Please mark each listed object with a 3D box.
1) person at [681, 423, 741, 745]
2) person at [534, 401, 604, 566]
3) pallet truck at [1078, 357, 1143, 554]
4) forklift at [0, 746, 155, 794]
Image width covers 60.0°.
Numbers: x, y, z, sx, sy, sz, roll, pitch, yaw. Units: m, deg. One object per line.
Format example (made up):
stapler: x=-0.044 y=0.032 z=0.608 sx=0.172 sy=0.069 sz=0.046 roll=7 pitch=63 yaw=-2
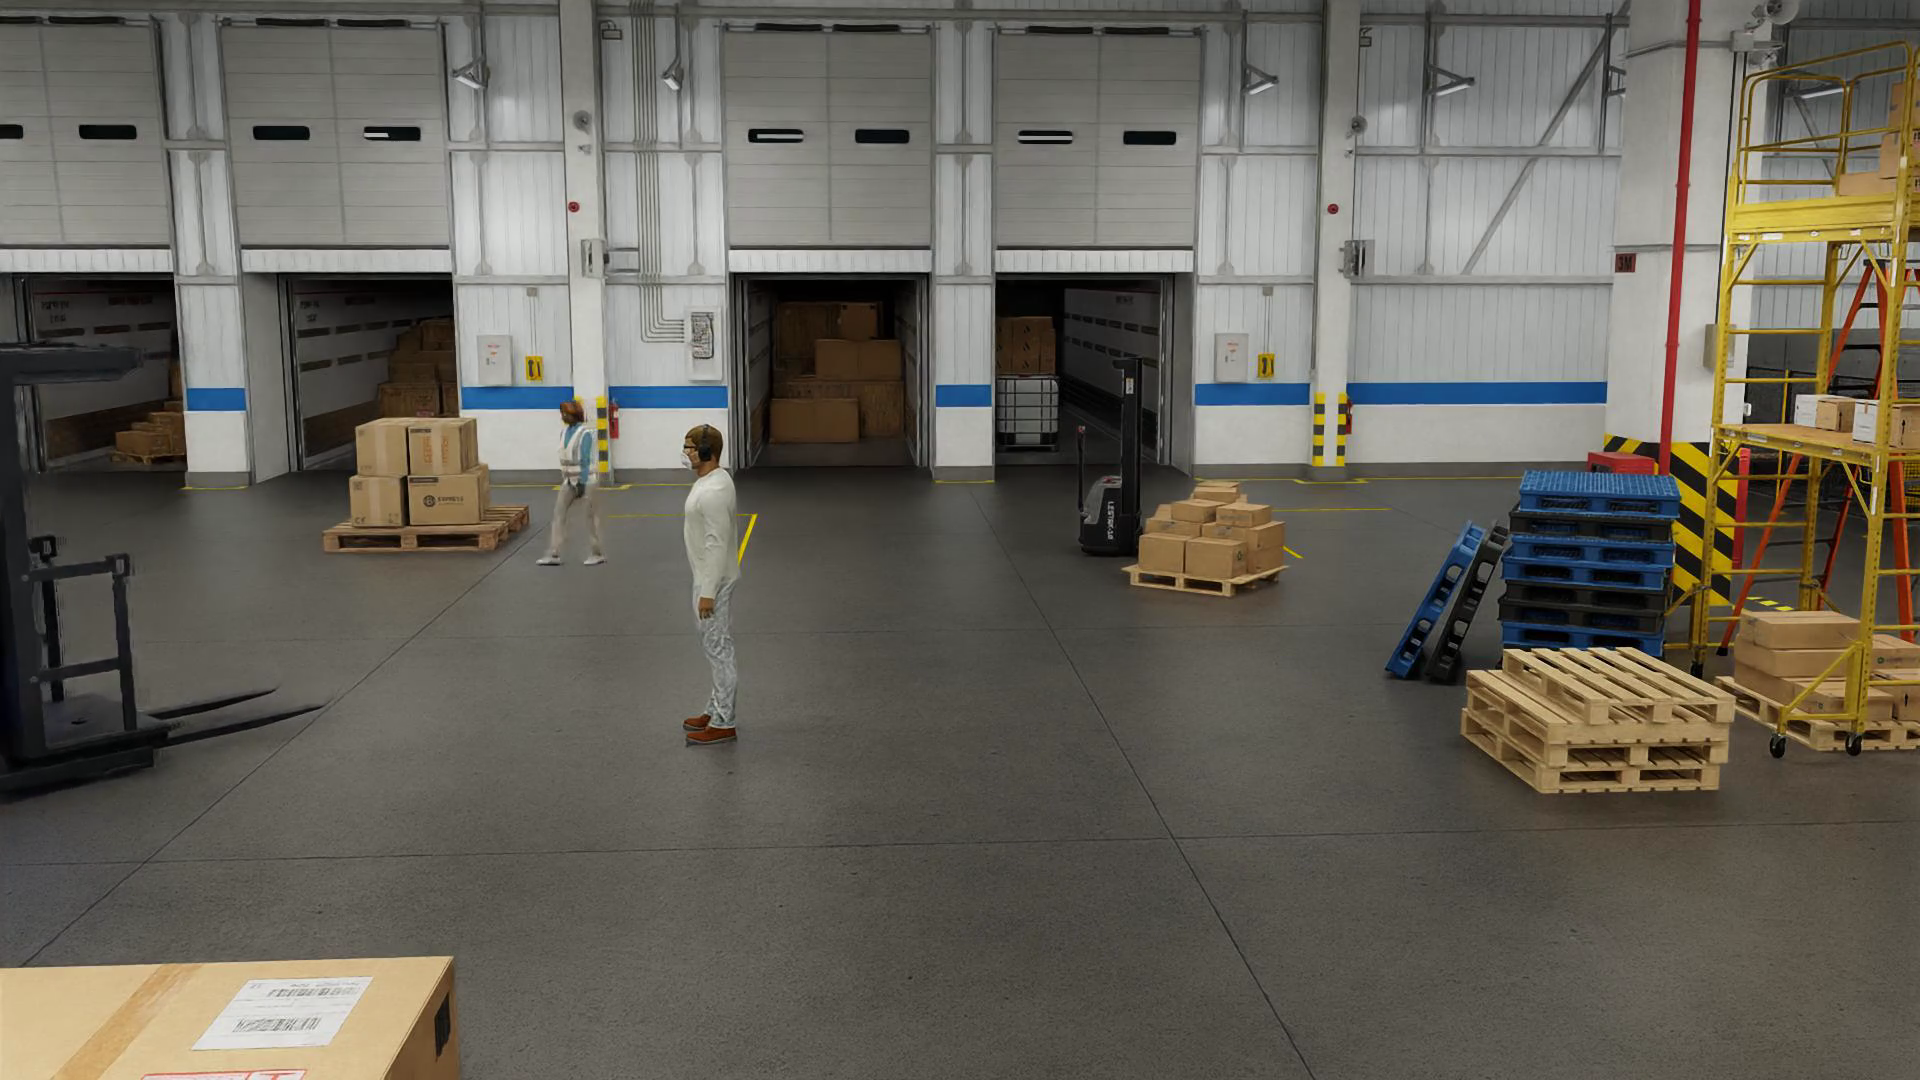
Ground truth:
person: x=-1.510 y=0.264 z=10.041 sx=0.373 sy=1.940 sz=0.629 roll=-1 pitch=9 yaw=-9
person: x=-3.759 y=-0.523 z=16.006 sx=0.530 sy=1.609 sz=0.760 roll=8 pitch=12 yaw=40
pallet truck: x=2.088 y=-0.836 z=16.757 sx=1.885 sy=1.965 sz=0.823 roll=2 pitch=9 yaw=13
forklift: x=-5.593 y=-0.019 z=8.865 sx=1.129 sy=2.768 sz=1.873 roll=8 pitch=12 yaw=40
